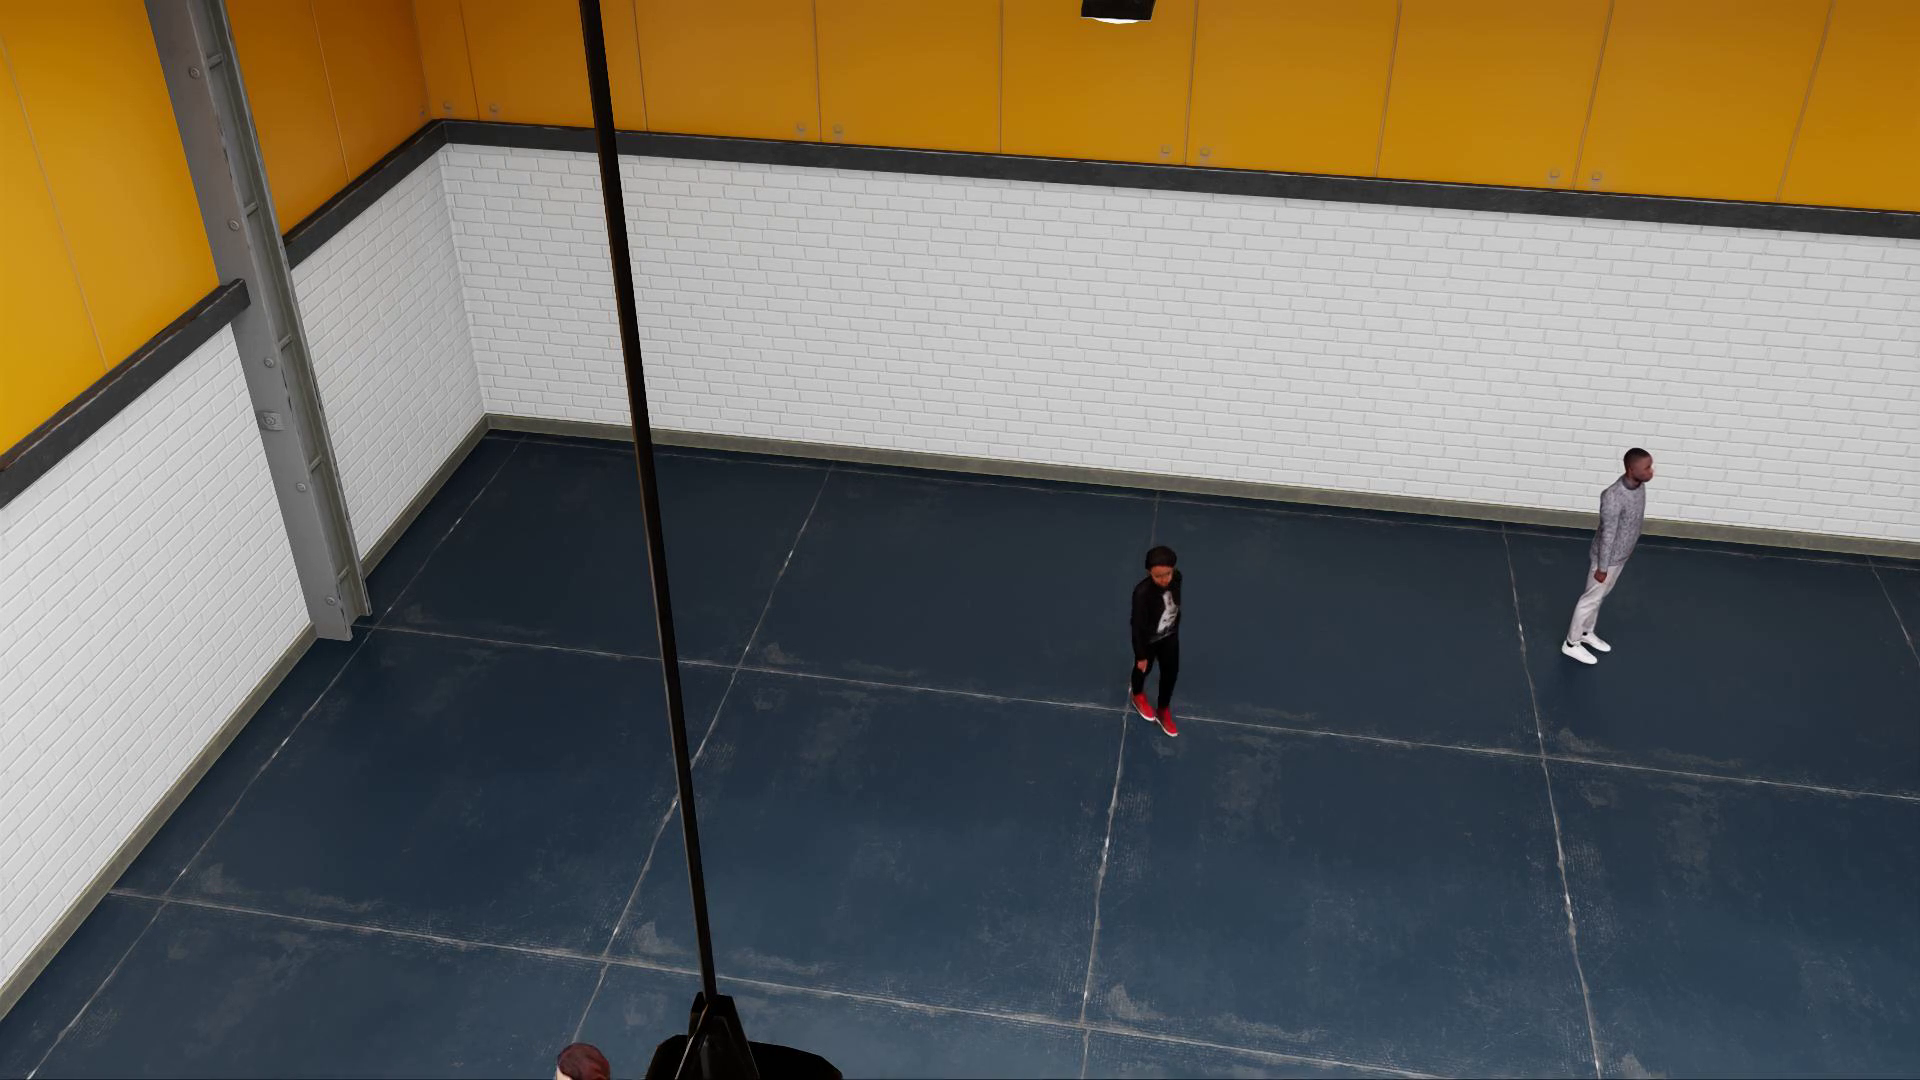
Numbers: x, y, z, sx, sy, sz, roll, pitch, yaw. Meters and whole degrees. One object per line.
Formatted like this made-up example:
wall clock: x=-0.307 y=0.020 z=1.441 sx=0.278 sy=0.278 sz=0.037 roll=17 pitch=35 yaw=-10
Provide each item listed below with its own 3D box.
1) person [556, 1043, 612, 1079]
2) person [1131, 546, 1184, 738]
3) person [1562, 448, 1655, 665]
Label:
person: x=-1.721 y=3.037 z=8.169 sx=0.735 sy=1.736 sz=1.080 roll=11 pitch=35 yaw=17
person: x=1.367 y=0.647 z=11.855 sx=0.823 sy=1.635 sz=0.893 roll=-21 pitch=39 yaw=-29
person: x=4.880 y=0.086 z=12.519 sx=0.804 sy=1.835 sz=0.669 roll=25 pitch=41 yaw=32
